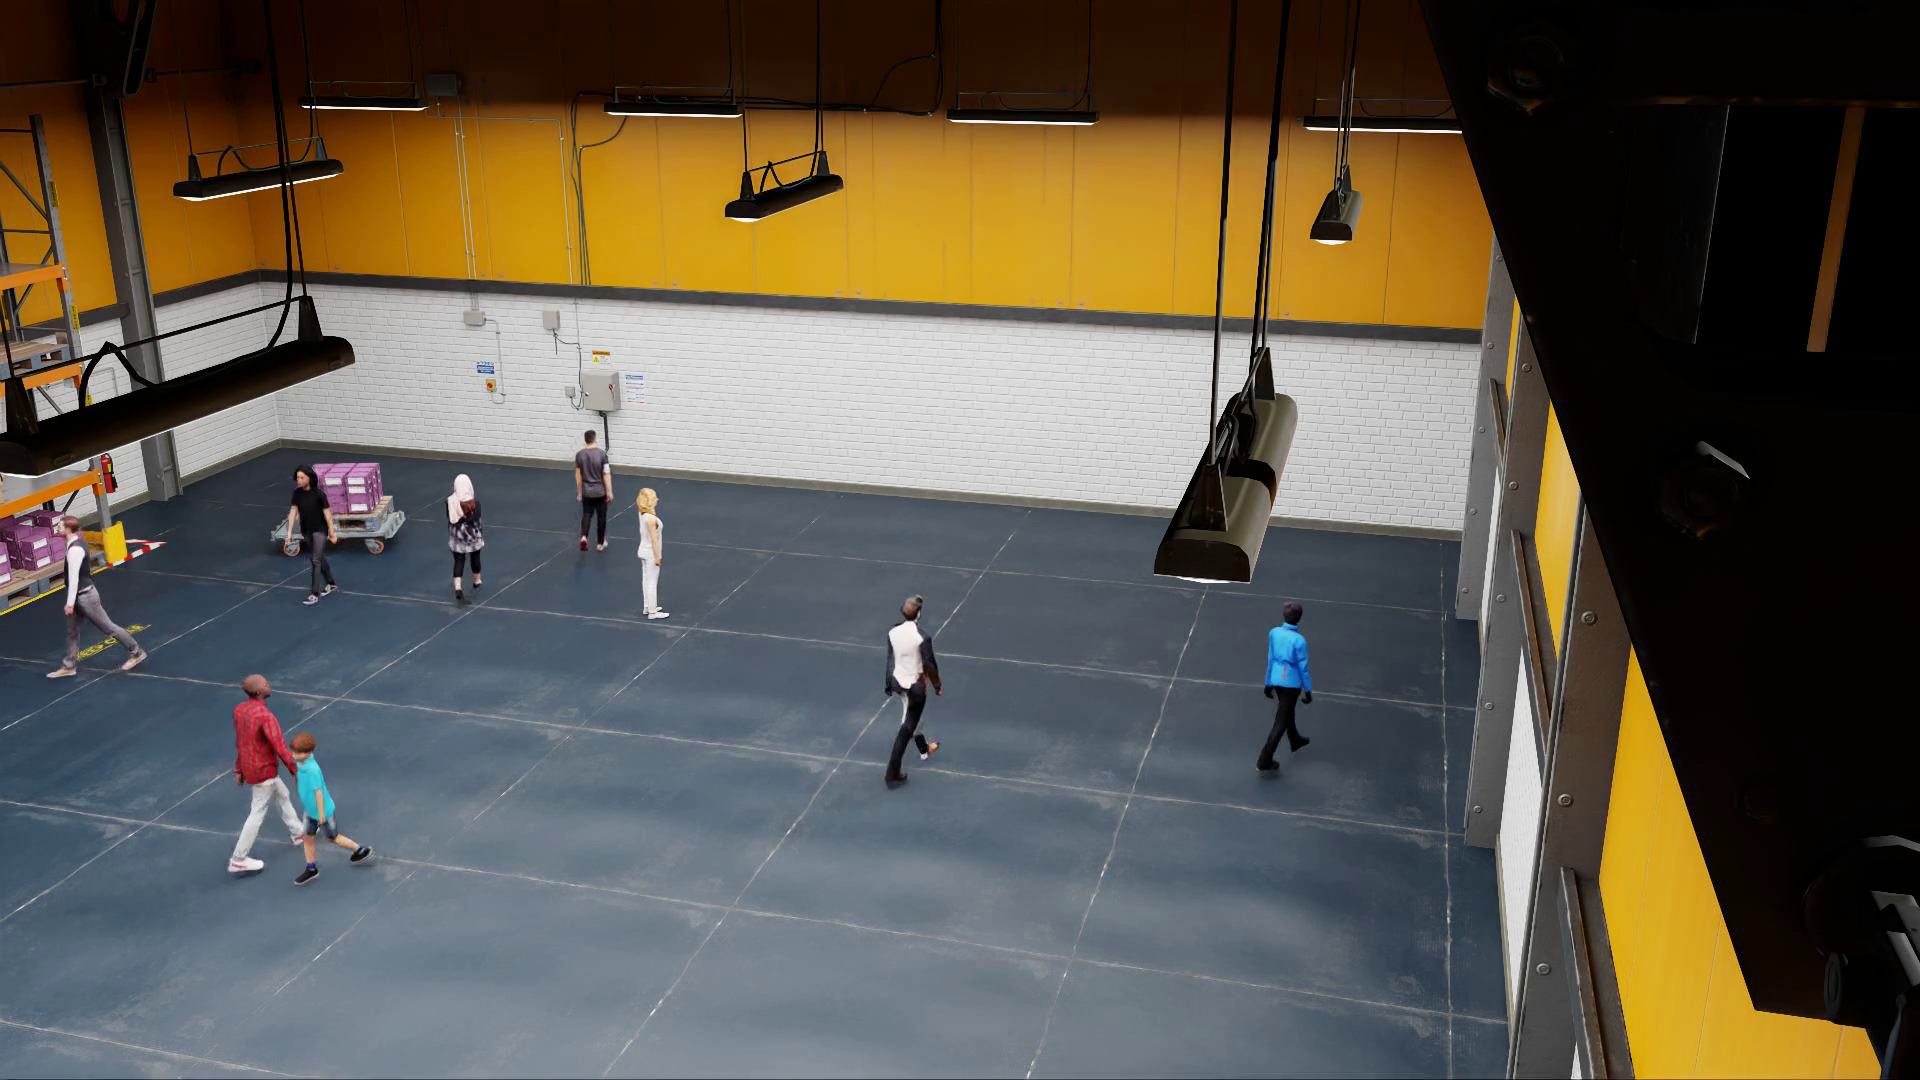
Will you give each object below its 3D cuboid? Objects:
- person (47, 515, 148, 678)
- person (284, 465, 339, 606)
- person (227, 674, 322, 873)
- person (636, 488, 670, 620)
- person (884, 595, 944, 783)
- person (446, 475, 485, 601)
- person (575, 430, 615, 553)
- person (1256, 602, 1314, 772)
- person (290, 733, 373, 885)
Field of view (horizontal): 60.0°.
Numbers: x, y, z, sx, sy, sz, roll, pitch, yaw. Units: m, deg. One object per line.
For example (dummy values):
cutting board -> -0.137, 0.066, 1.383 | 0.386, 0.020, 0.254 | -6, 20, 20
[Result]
person -> -9.868, 0.648, 18.964 | 1.299, 1.897, 1.217 | -11, 21, -29
person -> -8.259, -0.139, 21.445 | 0.698, 1.805, 0.999 | 7, 20, 21
person -> -6.305, 2.100, 14.835 | 1.051, 1.782, 1.305 | 16, 24, 38
person -> -3.888, 0.151, 20.795 | 0.738, 1.670, 0.674 | -10, 21, -27
person -> -0.537, 1.505, 16.489 | 1.048, 1.853, 1.304 | 16, 24, 39
person -> -6.391, -0.011, 21.384 | 0.842, 1.603, 1.168 | -1, 19, -3
person -> -5.088, -0.634, 23.004 | 0.724, 1.749, 0.904 | 2, 19, 5
person -> 3.215, 1.505, 16.658 | 1.222, 1.746, 1.093 | -13, 23, -34
person -> -5.612, 2.334, 14.716 | 0.991, 1.414, 0.829 | -16, 24, -39
